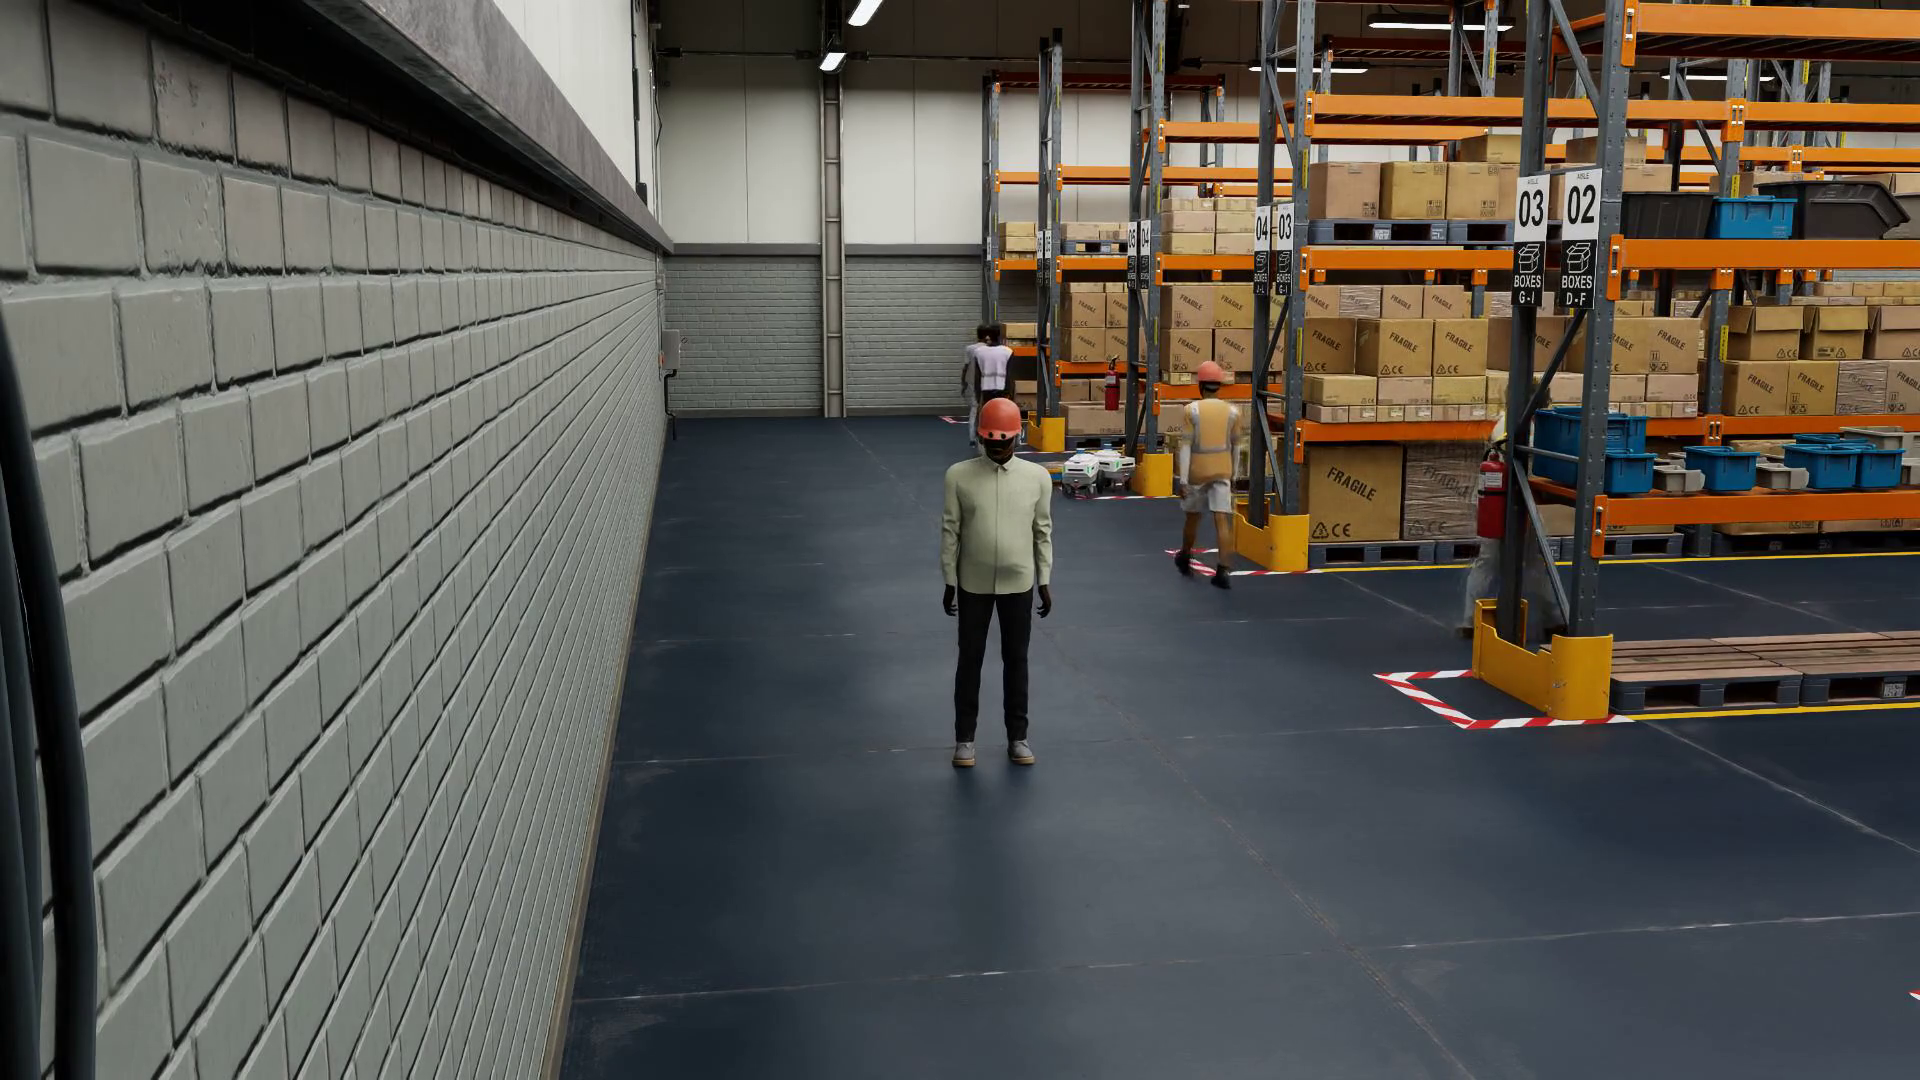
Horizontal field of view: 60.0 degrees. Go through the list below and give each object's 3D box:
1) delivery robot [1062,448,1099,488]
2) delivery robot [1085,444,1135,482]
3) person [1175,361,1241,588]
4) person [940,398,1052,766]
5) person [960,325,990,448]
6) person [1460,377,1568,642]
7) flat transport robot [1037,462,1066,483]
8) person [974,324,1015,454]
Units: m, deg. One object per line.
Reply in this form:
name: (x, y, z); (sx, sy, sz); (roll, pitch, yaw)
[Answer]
delivery robot: (1.418, -0.835, 19.575); (0.477, 0.478, 0.707); (2, 9, 13)
delivery robot: (1.780, -0.915, 20.071); (0.477, 0.478, 0.707); (-7, 12, -38)
person: (2.109, -0.575, 14.176); (0.569, 1.878, 1.008); (-1, 9, -7)
person: (0.197, 0.228, 8.909); (0.609, 1.985, 0.392); (-1, 9, -5)
person: (0.295, -2.317, 25.052); (0.685, 1.836, 0.656); (4, 10, 21)
person: (4.052, -0.205, 11.863); (0.956, 1.895, 0.649); (-2, 9, -11)
flat transport robot: (1.144, -0.837, 20.753); (1.431, 0.197, 0.652); (-6, 11, -32)
person: (0.487, -2.151, 23.903); (0.618, 1.894, 0.737); (3, 10, 15)
